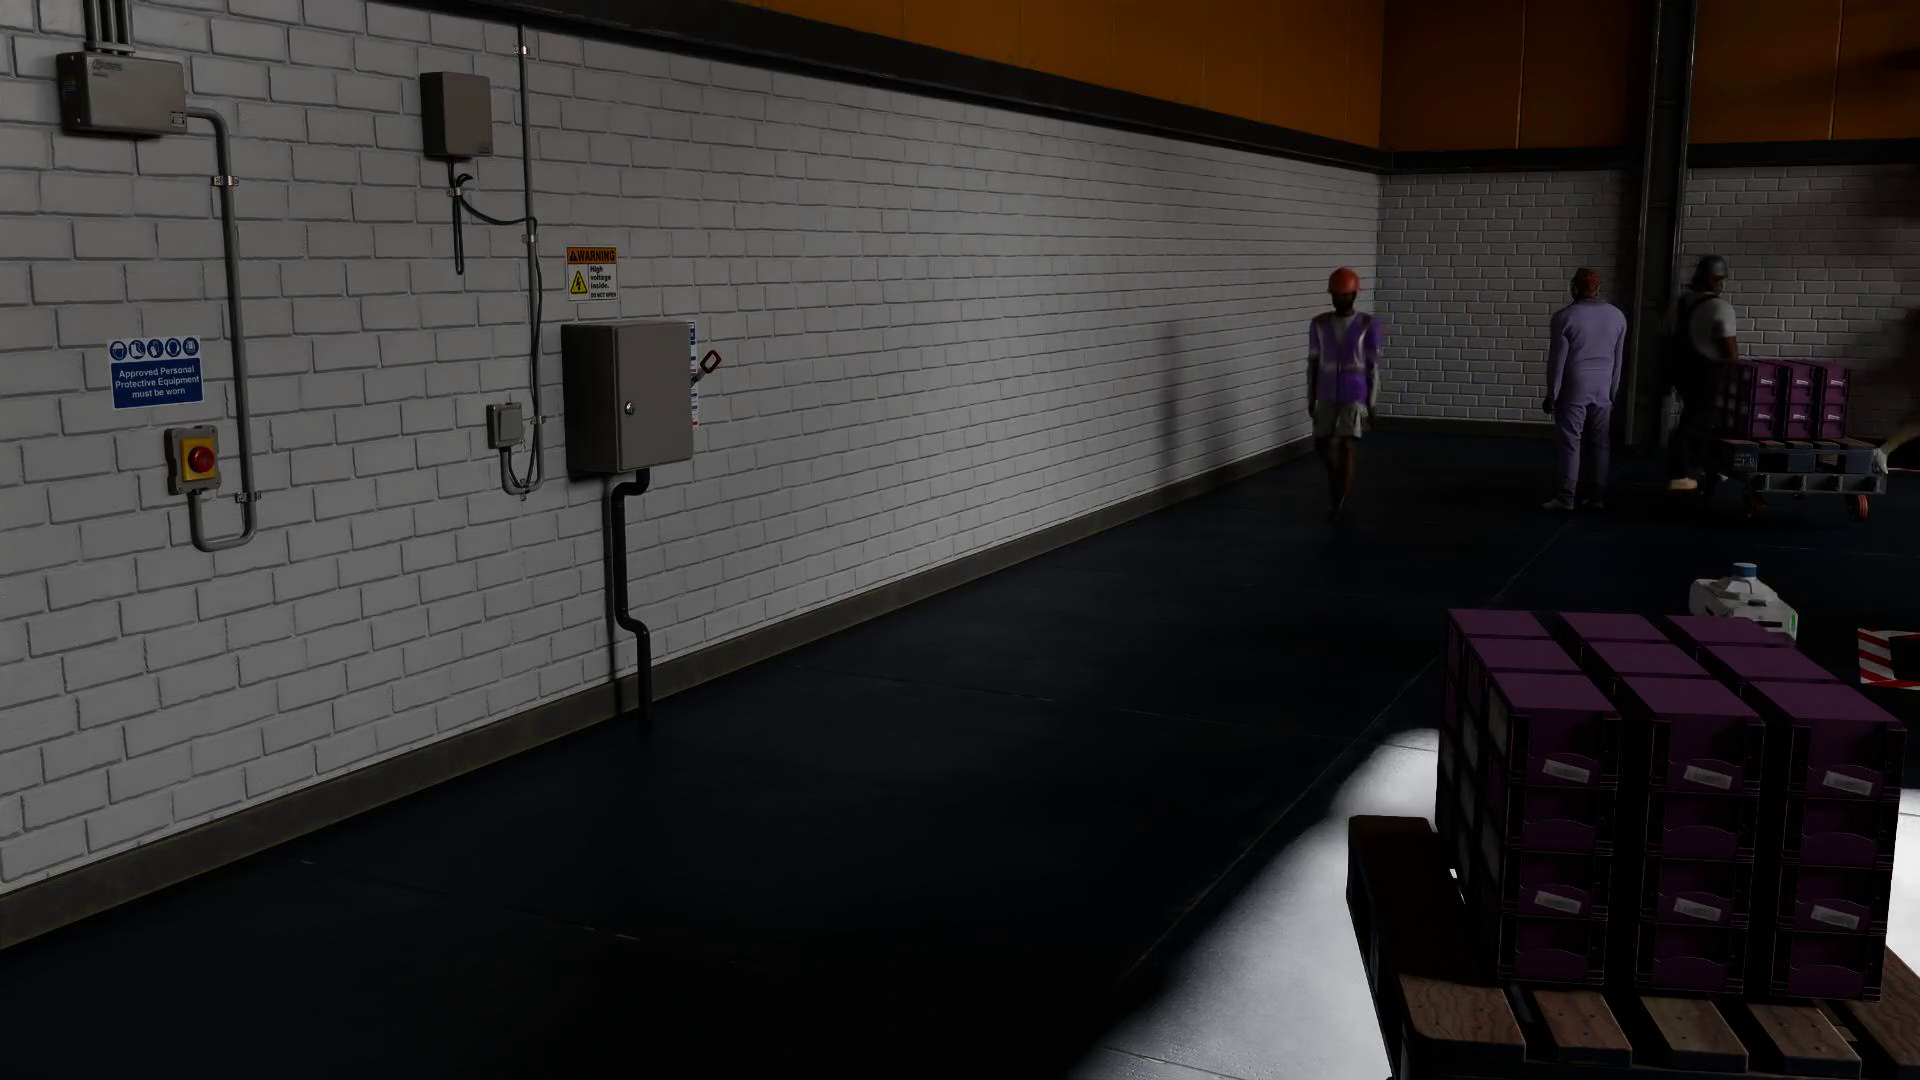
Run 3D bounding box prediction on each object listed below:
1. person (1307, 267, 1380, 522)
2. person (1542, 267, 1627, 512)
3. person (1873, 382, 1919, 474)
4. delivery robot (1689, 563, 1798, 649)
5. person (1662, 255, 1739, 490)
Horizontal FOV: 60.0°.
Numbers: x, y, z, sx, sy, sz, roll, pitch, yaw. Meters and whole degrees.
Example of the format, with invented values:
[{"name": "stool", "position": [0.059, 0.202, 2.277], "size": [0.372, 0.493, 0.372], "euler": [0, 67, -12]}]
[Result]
[{"name": "person", "position": [2.928, -1.115, 12.700], "size": [0.547, 1.921, 0.655], "euler": [5, 11, 26]}, {"name": "person", "position": [4.857, -1.170, 13.035], "size": [0.642, 1.910, 0.401], "euler": [-2, 10, -12]}, {"name": "person", "position": [8.614, -1.331, 14.831], "size": [0.704, 1.612, 0.504], "euler": [4, 11, 23]}, {"name": "delivery robot", "position": [3.696, 0.351, 7.867], "size": [0.477, 0.478, 0.707], "euler": [2, 10, 12]}, {"name": "person", "position": [6.474, -1.451, 14.275], "size": [0.974, 2.000, 0.703], "euler": [-3, 10, -14]}]
